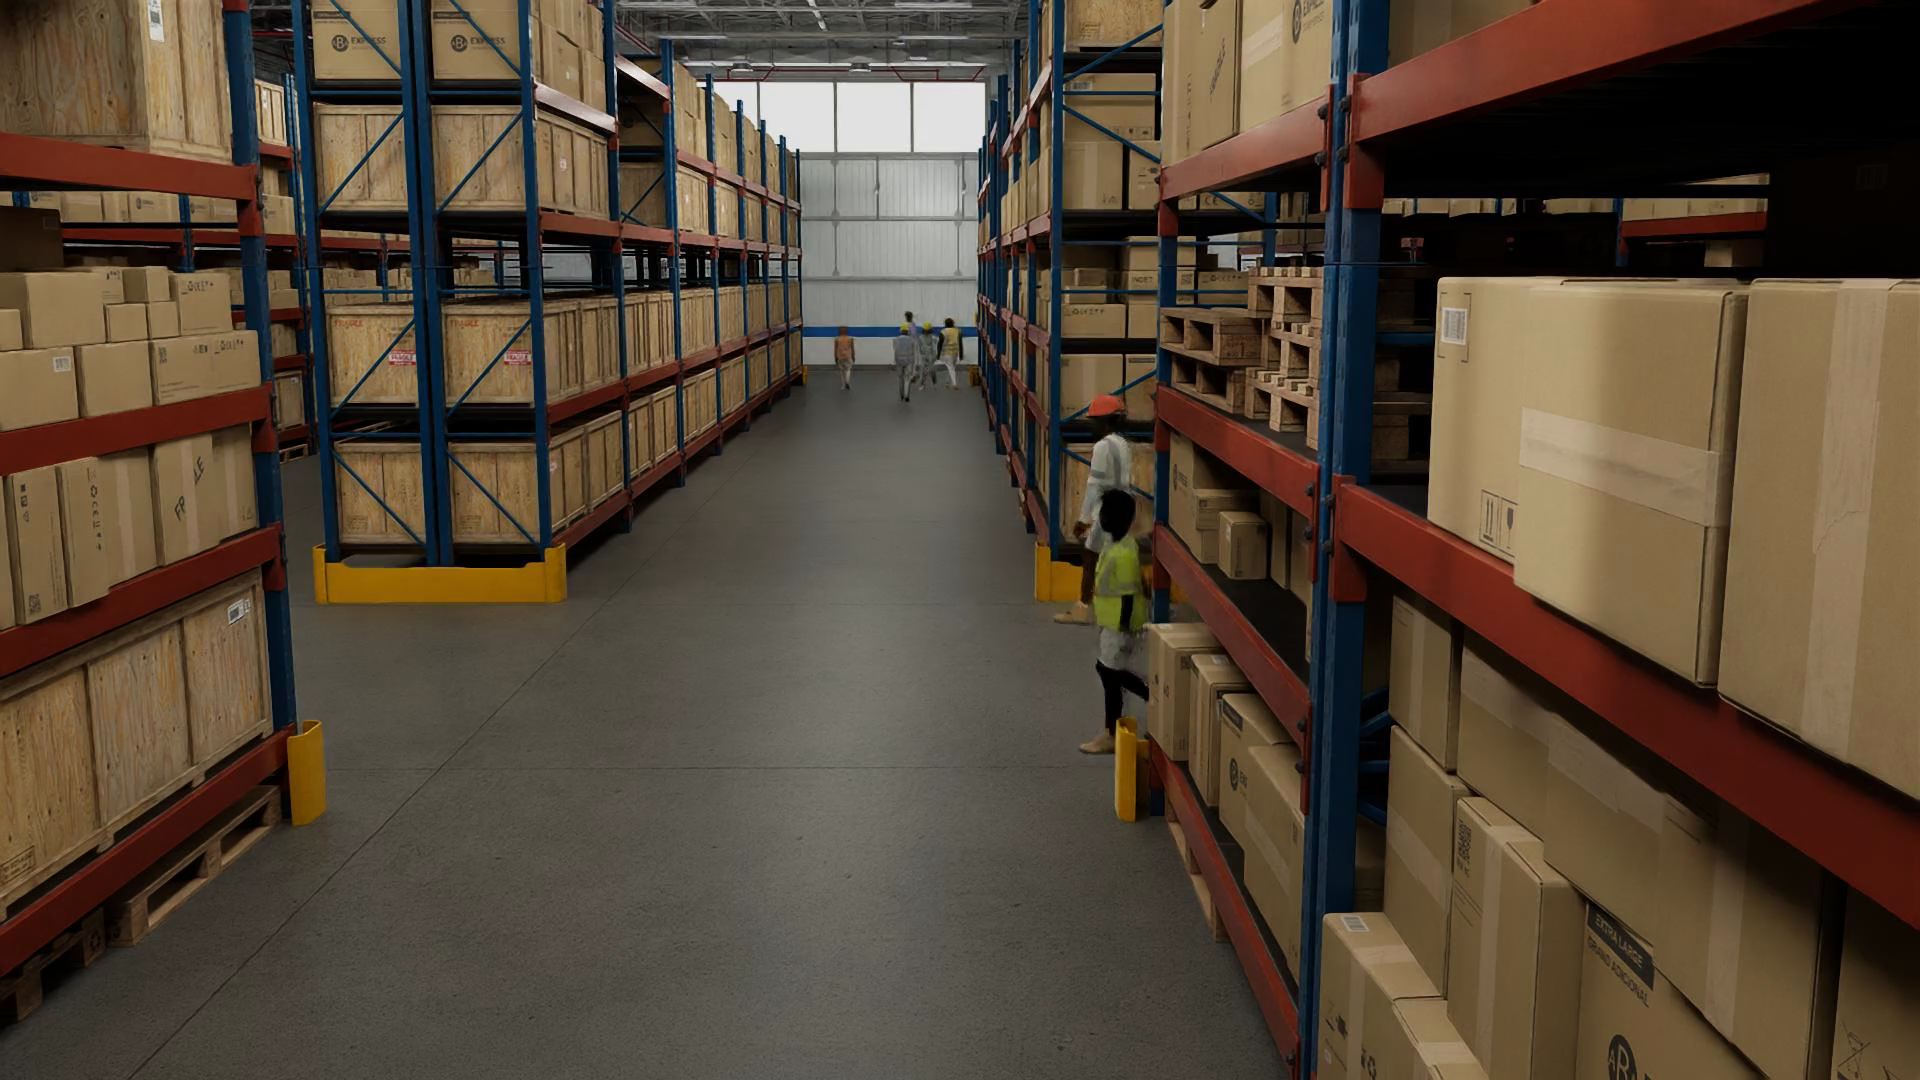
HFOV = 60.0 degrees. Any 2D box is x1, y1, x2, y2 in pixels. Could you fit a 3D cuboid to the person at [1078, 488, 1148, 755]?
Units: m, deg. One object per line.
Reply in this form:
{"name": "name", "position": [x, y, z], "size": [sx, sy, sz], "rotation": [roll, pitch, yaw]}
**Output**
{"name": "person", "position": [1.042, 0.507, 10.387], "size": [0.552, 1.682, 0.546], "rotation": [0, 9, -3]}

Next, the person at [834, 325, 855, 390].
{"name": "person", "position": [-2.891, -4.554, 41.609], "size": [0.544, 1.625, 0.375], "rotation": [0, 9, -2]}

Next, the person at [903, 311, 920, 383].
{"name": "person", "position": [-1.341, -5.125, 44.221], "size": [0.430, 1.927, 0.643], "rotation": [0, 9, 0]}

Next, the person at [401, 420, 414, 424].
{"name": "person", "position": [-7.775, -1.819, 24.086], "size": [0.652, 1.885, 0.753], "rotation": [-2, 9, -12]}

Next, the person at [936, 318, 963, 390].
{"name": "person", "position": [-0.266, -4.670, 41.855], "size": [0.624, 1.792, 0.970], "rotation": [-6, 11, -32]}

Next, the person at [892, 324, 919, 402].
{"name": "person", "position": [-1.249, -4.064, 38.144], "size": [0.615, 1.784, 0.945], "rotation": [1, 9, 7]}

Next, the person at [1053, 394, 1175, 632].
{"name": "person", "position": [1.323, -0.225, 13.960], "size": [1.021, 2.002, 0.619], "rotation": [3, 10, 17]}

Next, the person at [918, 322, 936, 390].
{"name": "person", "position": [-0.806, -4.642, 41.877], "size": [0.491, 1.709, 0.692], "rotation": [3, 10, 16]}
